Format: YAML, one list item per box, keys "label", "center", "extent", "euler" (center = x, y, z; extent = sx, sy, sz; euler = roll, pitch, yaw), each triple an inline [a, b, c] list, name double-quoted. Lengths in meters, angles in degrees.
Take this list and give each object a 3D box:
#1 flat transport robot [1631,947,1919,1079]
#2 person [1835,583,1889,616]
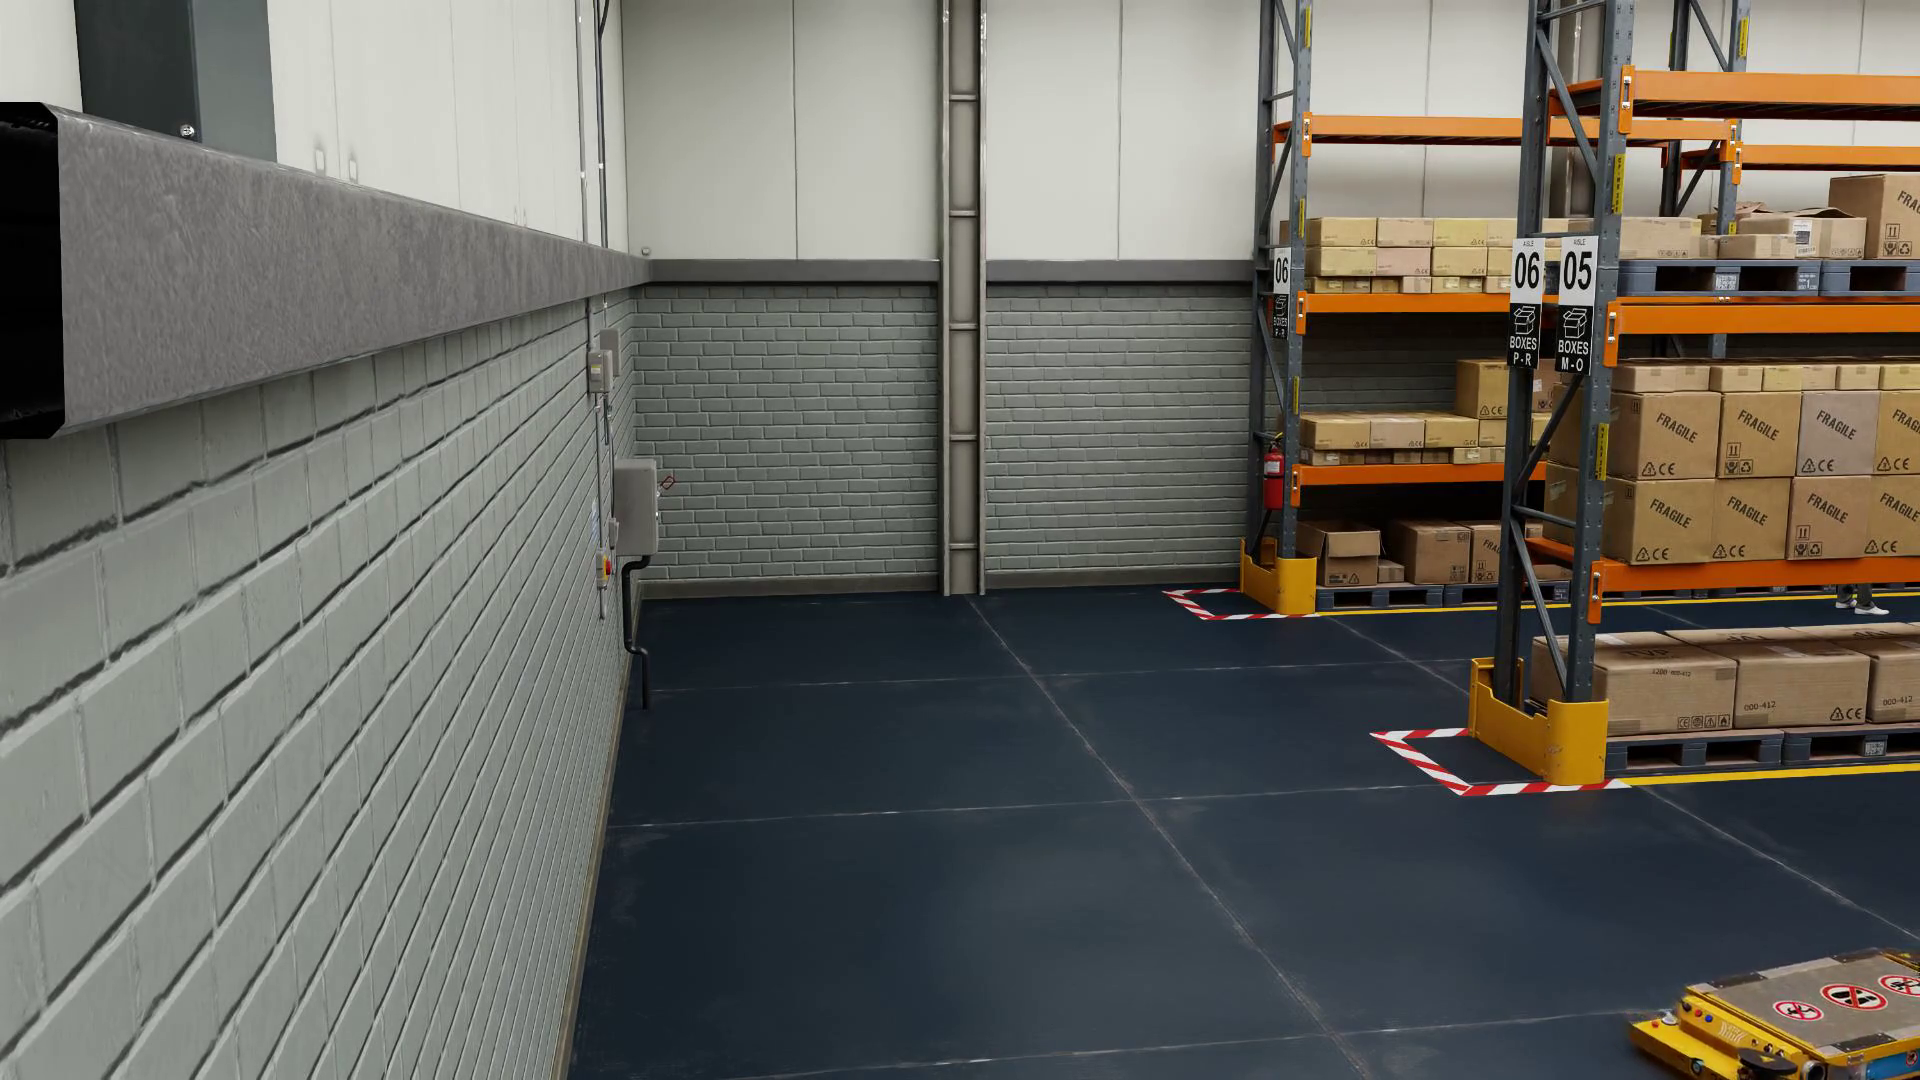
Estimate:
- label: "flat transport robot"
  center: [3.387, 1.869, 6.414]
  extent: [1.431, 0.197, 0.652]
  euler: [-4, 10, -22]
- label: "person"
  center: [8.031, -0.292, 14.683]
  extent: [0.392, 1.921, 0.585]
  euler: [-1, 9, -8]
